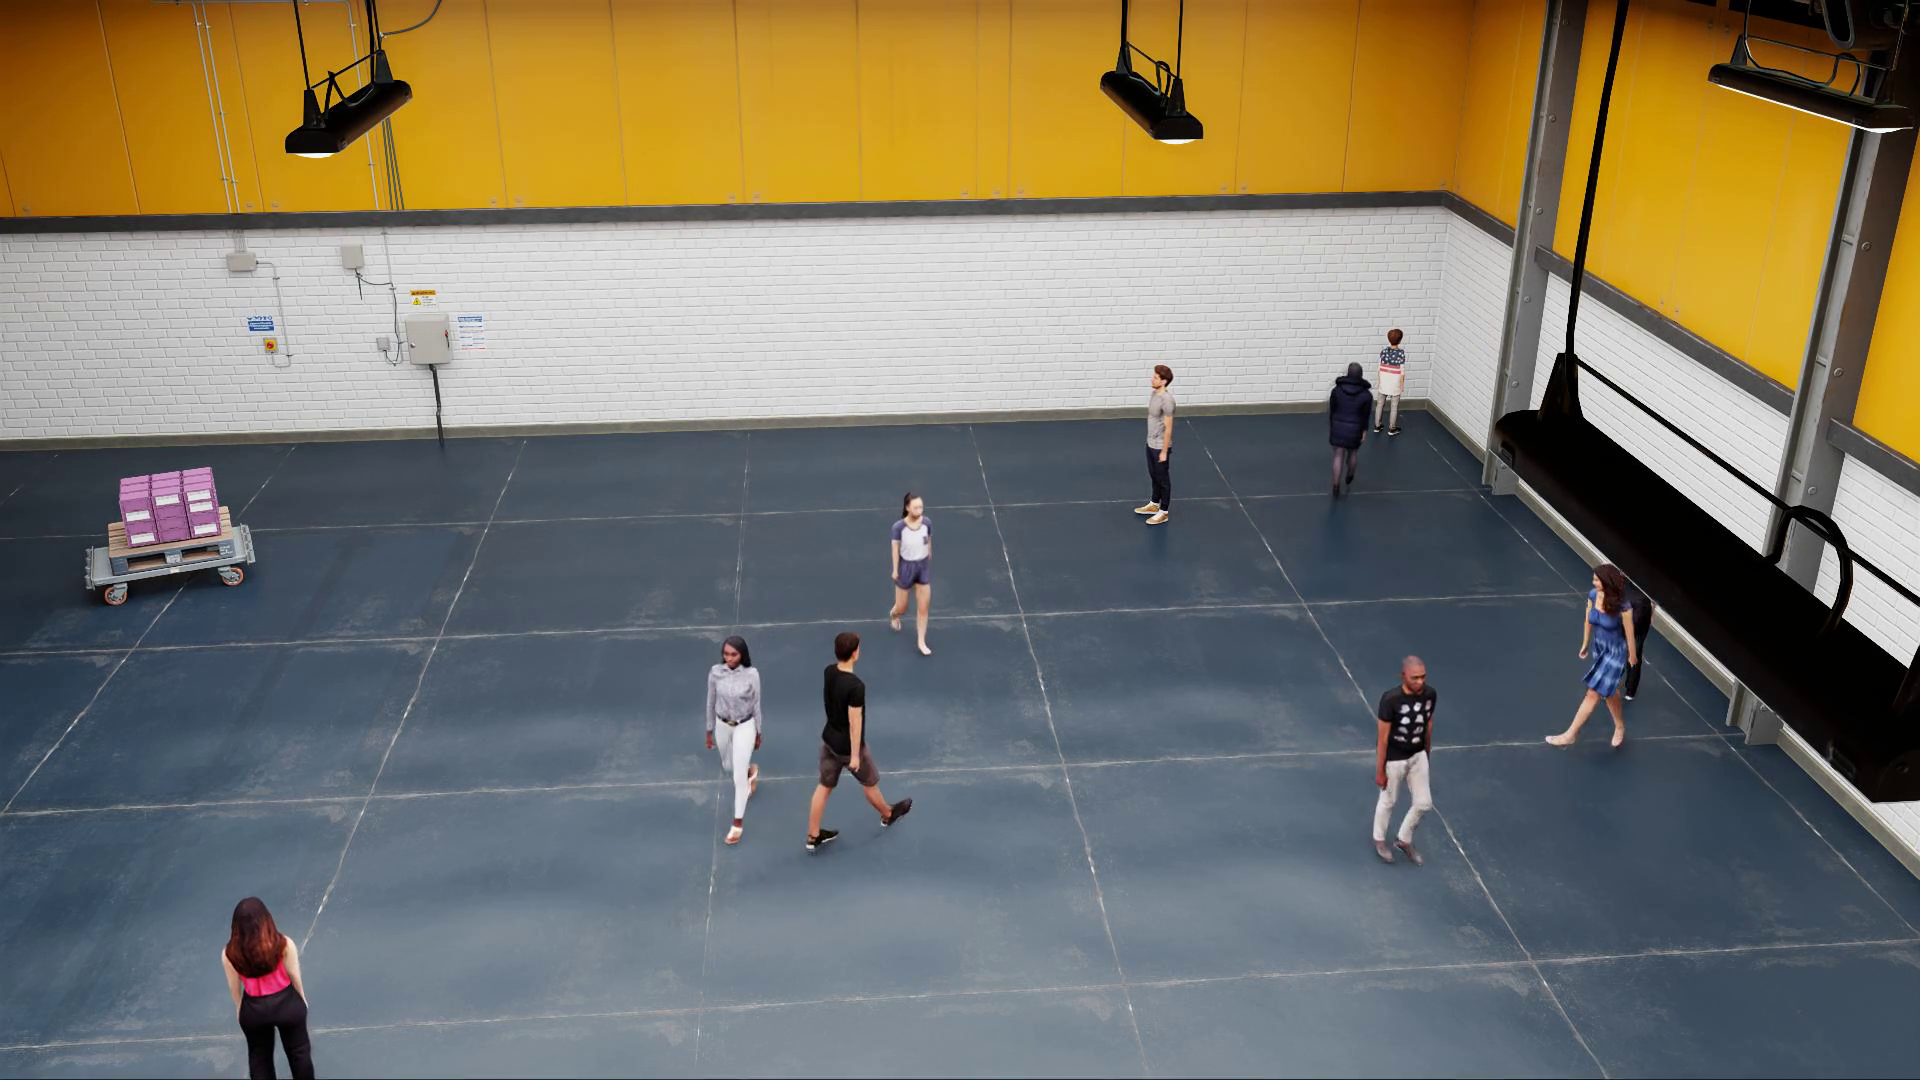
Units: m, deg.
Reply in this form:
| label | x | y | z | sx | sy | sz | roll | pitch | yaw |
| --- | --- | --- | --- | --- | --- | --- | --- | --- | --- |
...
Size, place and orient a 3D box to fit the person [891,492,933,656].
| label | x | y | z | sx | sy | sz | roll | pitch | yaw |
| --- | --- | --- | --- | --- | --- | --- | --- | --- | --- |
| person | -0.505 | 0.303 | 16.382 | 0.783 | 1.633 | 0.978 | -11 | 26 | -23 |

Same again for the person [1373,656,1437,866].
| label | x | y | z | sx | sy | sz | roll | pitch | yaw |
| --- | --- | --- | --- | --- | --- | --- | --- | --- | --- |
| person | 3.424 | 1.674 | 13.050 | 0.740 | 1.790 | 0.750 | -7 | 25 | -15 |

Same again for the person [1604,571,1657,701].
| label | x | y | z | sx | sy | sz | roll | pitch | yaw |
| --- | --- | --- | --- | --- | --- | --- | --- | --- | --- |
| person | 6.219 | 0.659 | 15.425 | 0.644 | 1.746 | 0.600 | 5 | 24 | 11 |

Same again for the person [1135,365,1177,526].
| label | x | y | z | sx | sy | sz | roll | pitch | yaw |
| --- | --- | --- | --- | --- | --- | --- | --- | --- | --- |
| person | 2.321 | -1.124 | 19.319 | 0.735 | 1.896 | 0.554 | -6 | 24 | -14 |

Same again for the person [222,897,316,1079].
| label | x | y | z | sx | sy | sz | roll | pitch | yaw |
| --- | --- | --- | --- | --- | --- | --- | --- | --- | --- |
| person | -4.262 | 2.926 | 10.349 | 0.603 | 1.659 | 0.568 | -5 | 24 | -12 |

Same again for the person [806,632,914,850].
| label | x | y | z | sx | sy | sz | roll | pitch | yaw |
| --- | --- | --- | --- | --- | --- | --- | --- | --- | --- |
| person | -1.001 | 1.630 | 13.131 | 1.192 | 1.806 | 1.240 | -18 | 29 | -35 |

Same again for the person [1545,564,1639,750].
| label | x | y | z | sx | sy | sz | roll | pitch | yaw |
| --- | --- | --- | --- | --- | --- | --- | --- | --- | --- |
| person | 5.709 | 1.068 | 14.492 | 0.842 | 1.744 | 1.029 | -9 | 25 | -21 |

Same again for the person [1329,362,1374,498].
| label | x | y | z | sx | sy | sz | roll | pitch | yaw |
| --- | --- | --- | --- | --- | --- | --- | --- | --- | --- |
| person | 4.647 | -1.305 | 20.056 | 0.923 | 1.637 | 1.155 | 7 | 25 | 16 |

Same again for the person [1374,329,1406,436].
| label | x | y | z | sx | sy | sz | roll | pitch | yaw |
| --- | --- | --- | --- | --- | --- | --- | --- | --- | --- |
| person | 5.745 | -2.123 | 22.174 | 0.593 | 1.439 | 0.643 | 16 | 28 | 32 |

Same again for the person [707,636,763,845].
| label | x | y | z | sx | sy | sz | roll | pitch | yaw |
| --- | --- | --- | --- | --- | --- | --- | --- | --- | --- |
| person | -1.802 | 1.530 | 13.492 | 0.847 | 1.699 | 1.171 | 5 | 24 | 12 |
